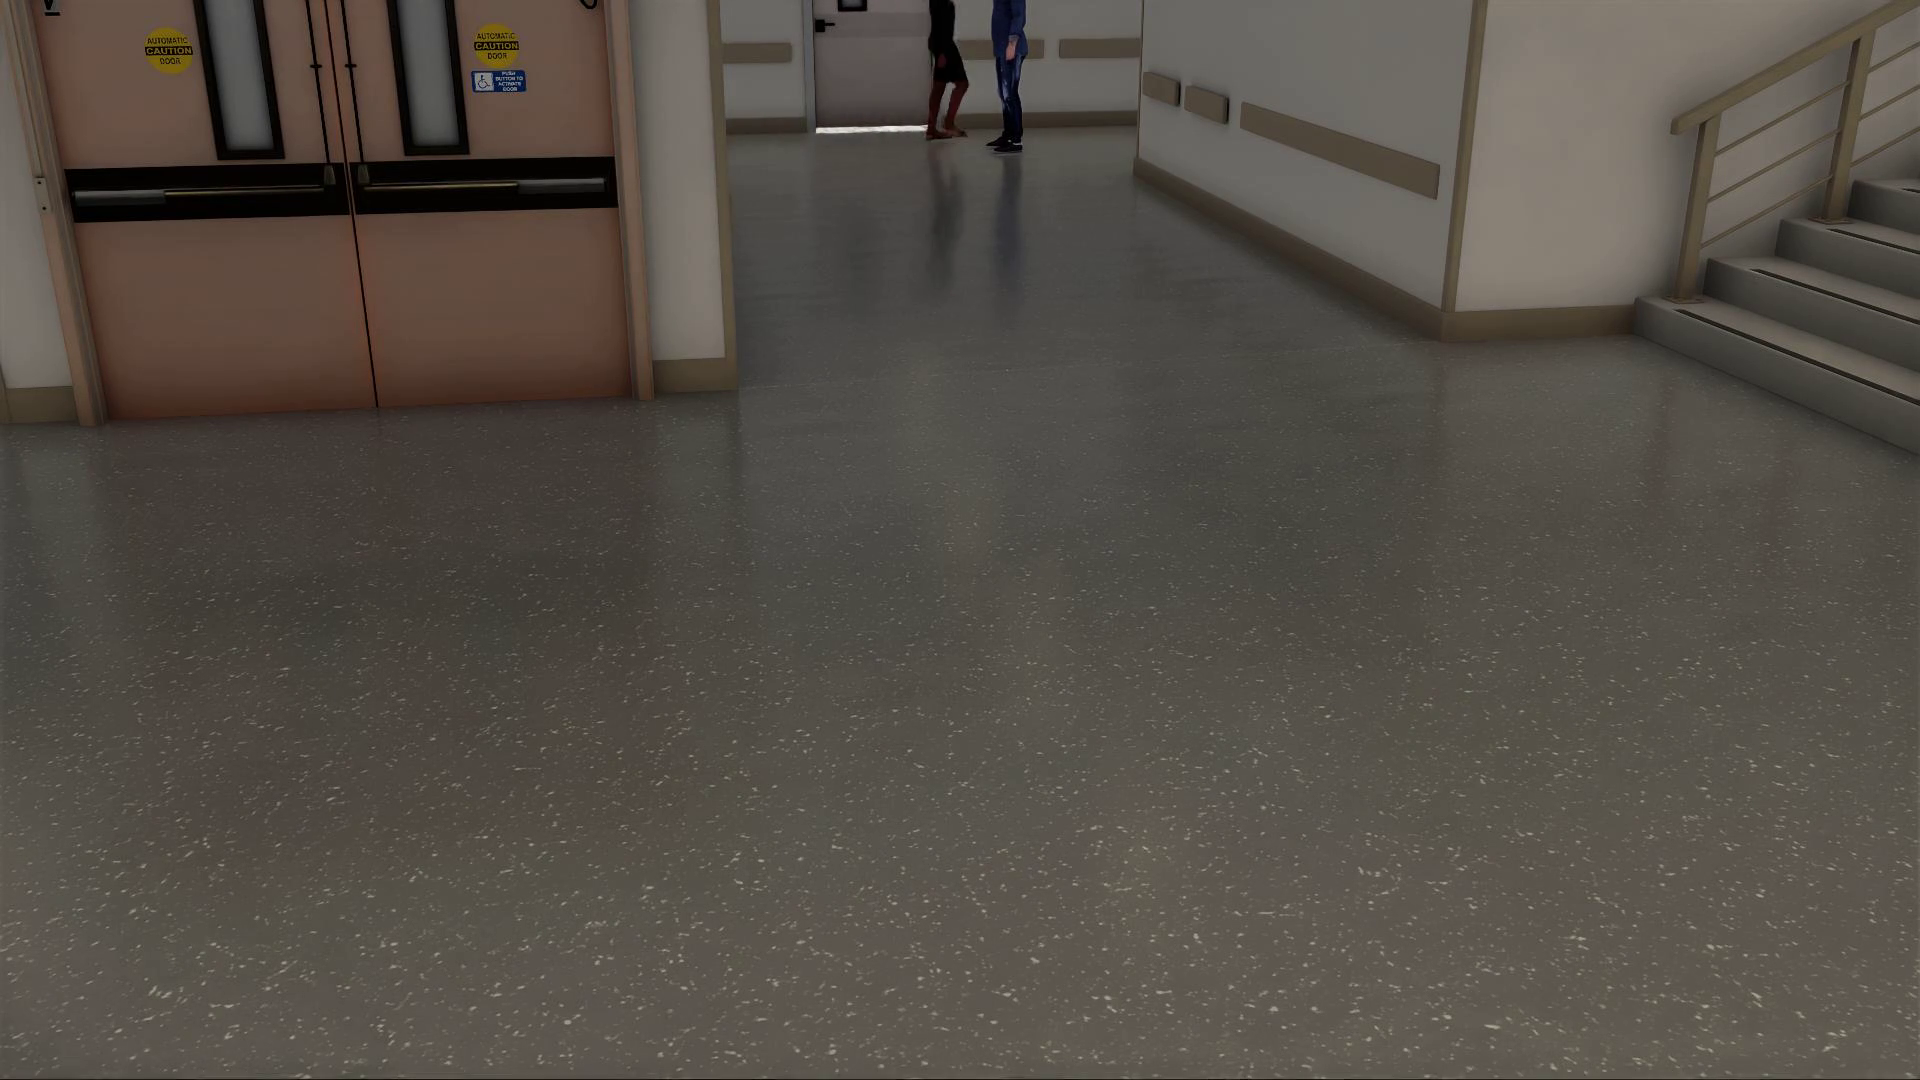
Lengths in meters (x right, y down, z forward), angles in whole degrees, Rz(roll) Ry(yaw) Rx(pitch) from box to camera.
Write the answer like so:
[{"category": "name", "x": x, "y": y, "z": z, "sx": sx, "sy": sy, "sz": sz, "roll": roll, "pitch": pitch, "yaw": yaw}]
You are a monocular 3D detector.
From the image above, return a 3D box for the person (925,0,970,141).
[{"category": "person", "x": -0.248, "y": -4.786, "z": 16.358, "sx": 0.652, "sy": 1.705, "sz": 0.636, "roll": -2, "pitch": 21, "yaw": -5}]

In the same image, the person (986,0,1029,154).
[{"category": "person", "x": 0.456, "y": -4.609, "z": 15.720, "sx": 0.555, "sy": 1.825, "sz": 0.705, "roll": -3, "pitch": 21, "yaw": -9}]
